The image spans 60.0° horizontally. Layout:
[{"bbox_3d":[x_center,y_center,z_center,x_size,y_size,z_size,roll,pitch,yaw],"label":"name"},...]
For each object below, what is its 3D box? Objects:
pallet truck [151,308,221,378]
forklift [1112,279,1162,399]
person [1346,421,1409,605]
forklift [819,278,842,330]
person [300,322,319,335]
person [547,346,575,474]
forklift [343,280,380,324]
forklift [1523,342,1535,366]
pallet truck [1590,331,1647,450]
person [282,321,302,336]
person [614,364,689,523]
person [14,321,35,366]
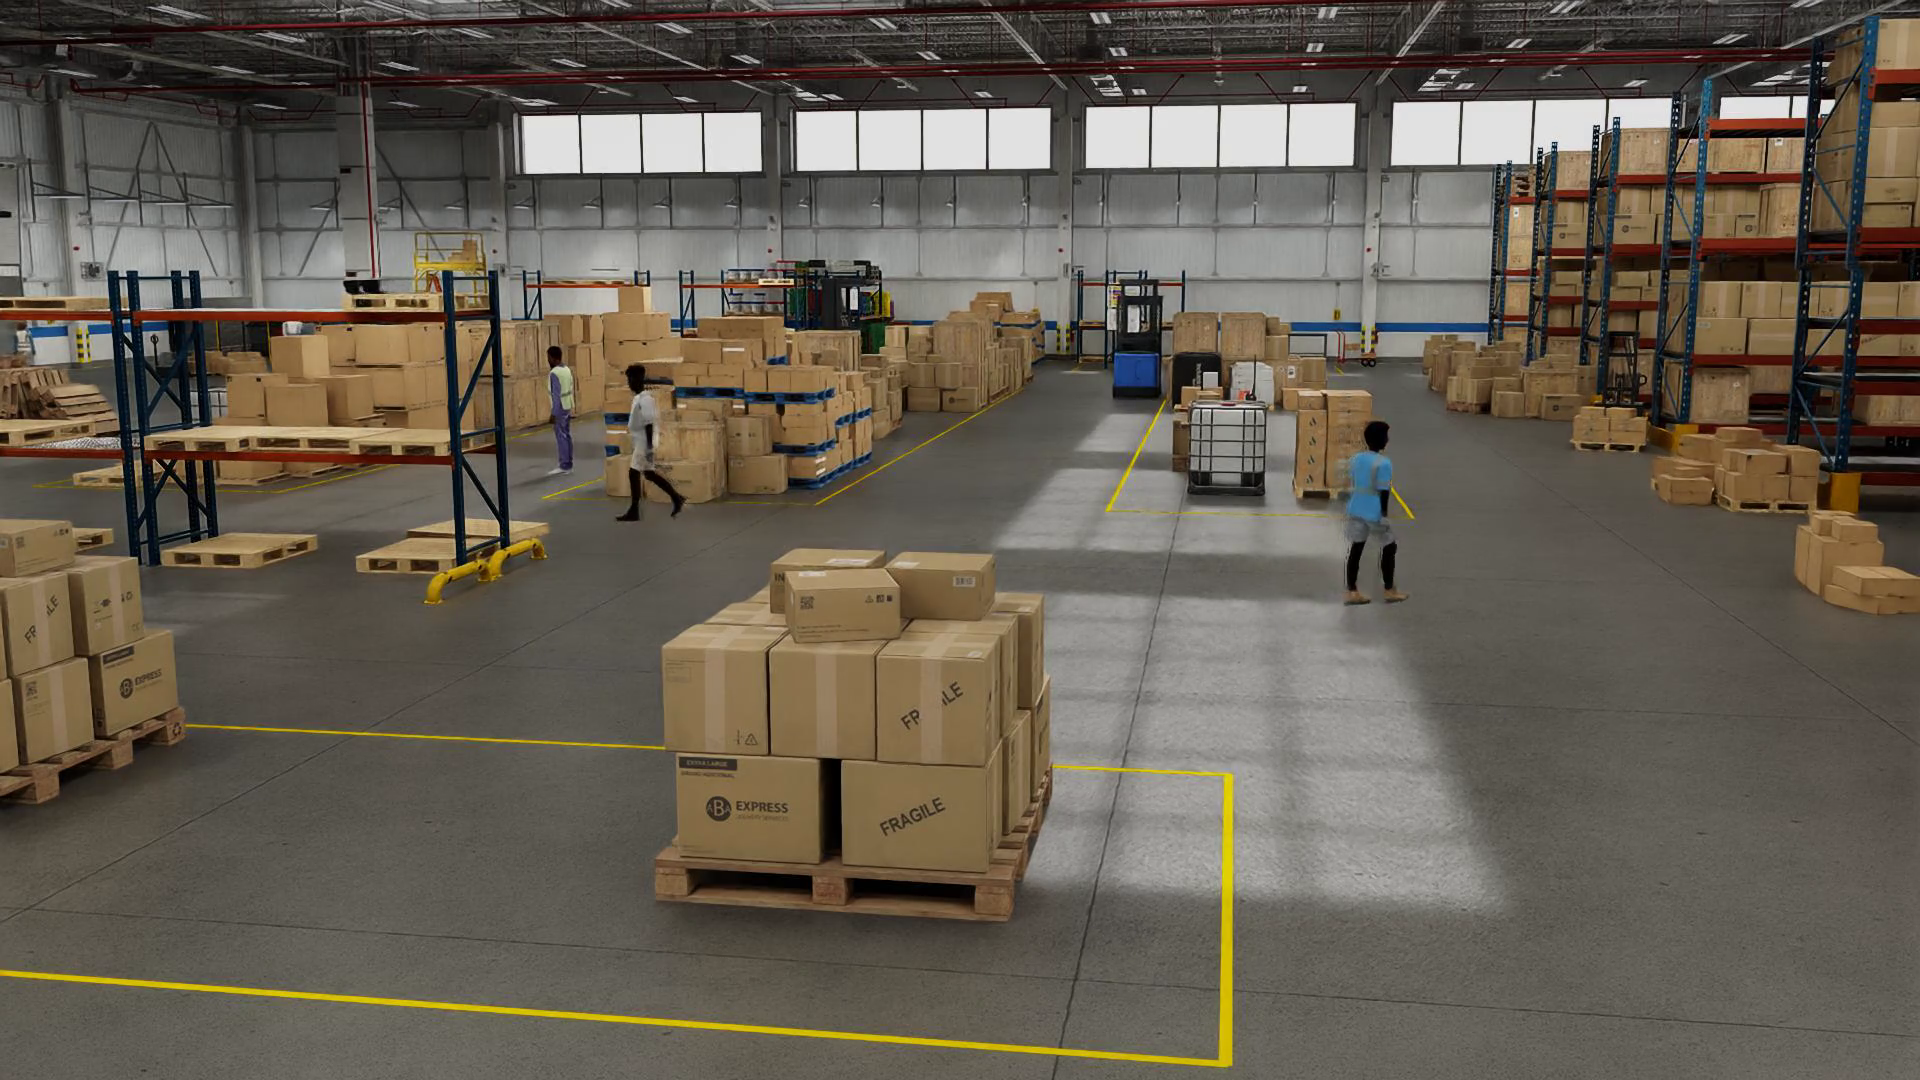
[{"bbox_3d":[-21.869,-5.598,47.154,0.823,1.965,1.885,4,10,26],"label":"pallet truck"},{"bbox_3d":[4.238,-4.806,39.557,1.129,2.768,1.873,1,9,9],"label":"forklift"},{"bbox_3d":[3.817,-0.244,15.100,0.709,1.668,0.557,-4,10,-26],"label":"person"},{"bbox_3d":[-3.270,-5.243,42.251,1.873,2.768,1.129,1,9,9],"label":"forklift"},{"bbox_3d":[-16.973,-5.014,43.849,0.644,1.909,0.845,0,9,-3],"label":"person"},{"bbox_3d":[-5.956,-1.933,24.799,0.391,1.919,0.587,1,9,4],"label":"person"},{"bbox_3d":[-12.813,-4.191,35.764,1.873,2.768,1.129,1,9,9],"label":"forklift"},{"bbox_3d":[16.064,-5.563,44.227,1.873,2.768,1.129,1,9,9],"label":"forklift"},{"bbox_3d":[11.253,-2.573,28.499,0.823,1.965,1.885,5,10,27],"label":"pallet truck"},{"bbox_3d":[-19.790,-5.878,49.351,0.576,1.849,0.794,-4,10,-24],"label":"person"},{"bbox_3d":[-3.751,-1.183,20.173,0.889,1.923,0.632,-3,10,-17],"label":"person"},{"bbox_3d":[-26.130,-5.287,46.397,0.521,1.618,0.613,0,9,3],"label":"person"}]
